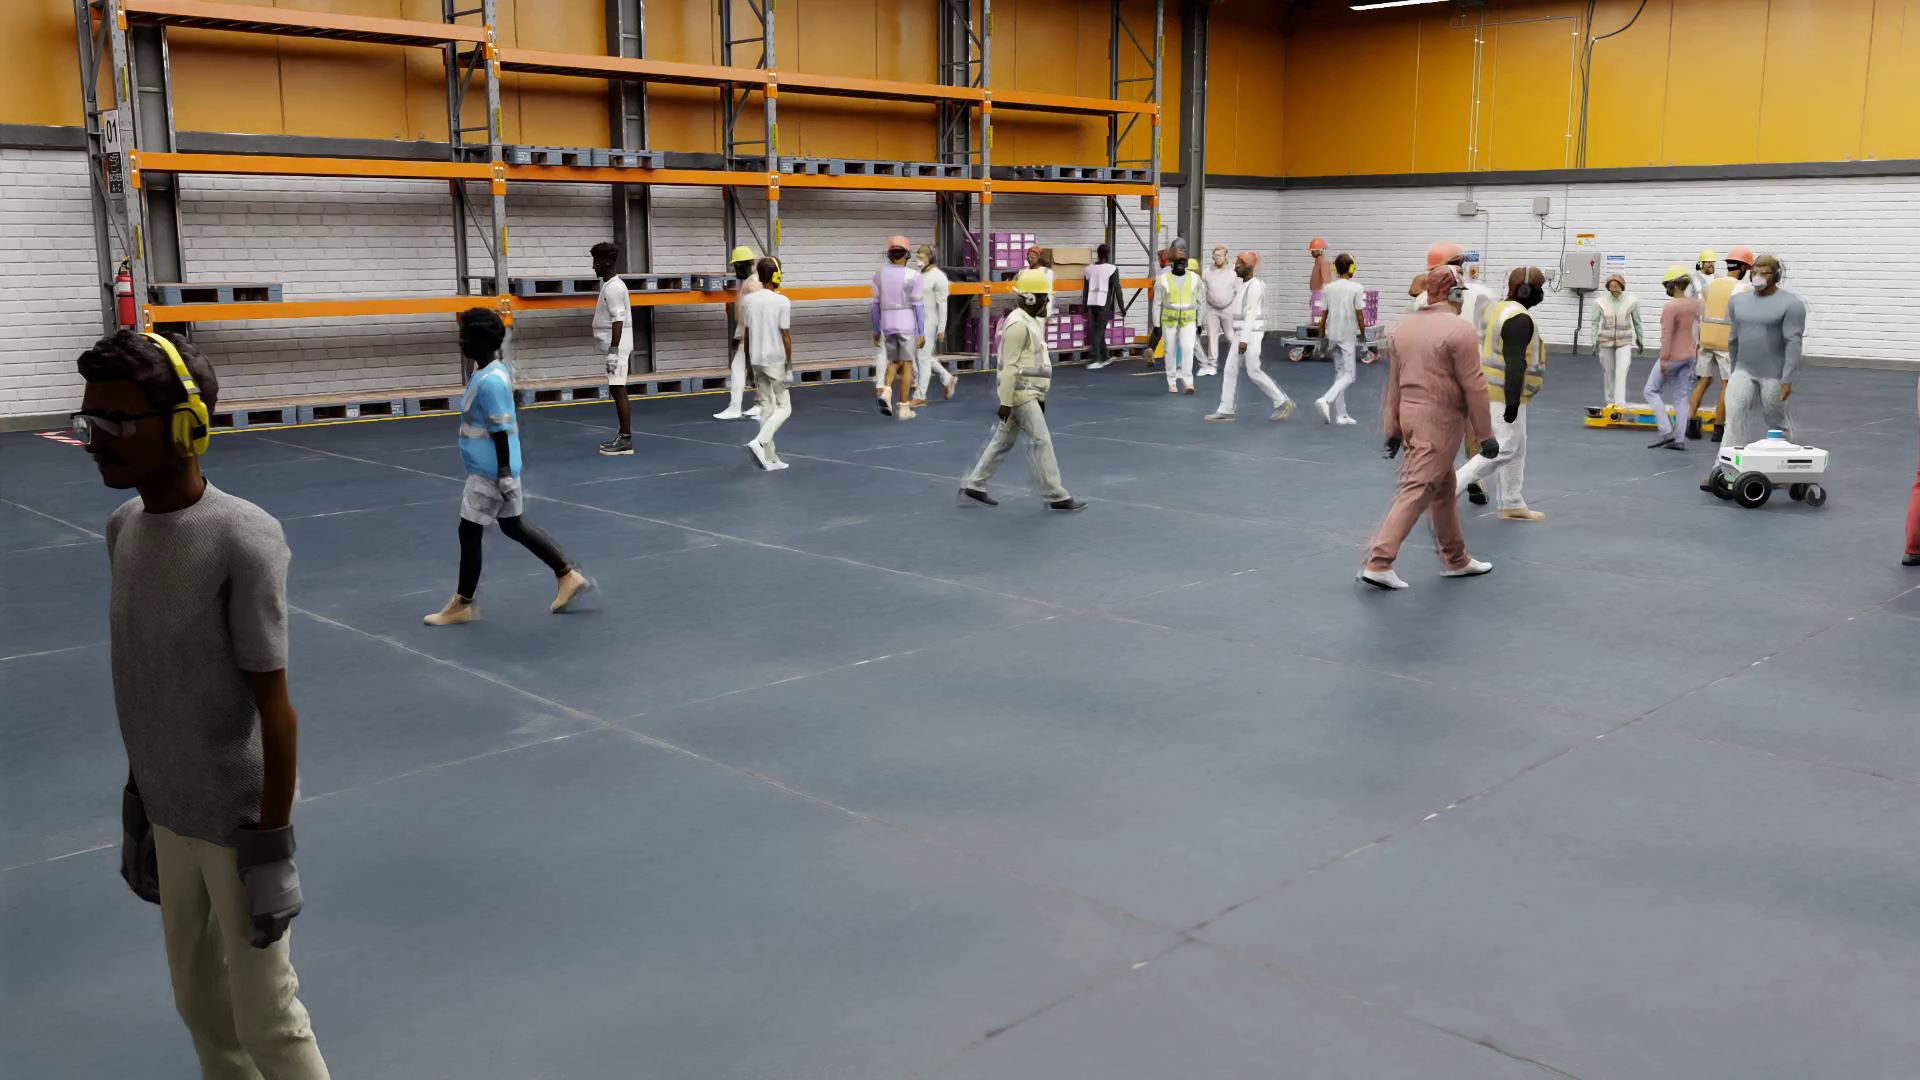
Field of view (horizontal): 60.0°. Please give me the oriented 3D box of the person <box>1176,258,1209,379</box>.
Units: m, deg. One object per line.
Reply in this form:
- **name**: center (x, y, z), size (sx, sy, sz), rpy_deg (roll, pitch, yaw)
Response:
- **person**: center (3.305, -3.162, 23.717), size (0.900, 1.699, 0.487), rpy_deg (-7, 13, -35)

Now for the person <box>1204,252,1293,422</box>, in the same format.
- **person**: center (3.159, -2.188, 18.011), size (0.888, 1.855, 0.575), rpy_deg (-2, 11, -9)

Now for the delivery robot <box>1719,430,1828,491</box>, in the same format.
- **delivery robot**: center (6.123, -0.585, 12.525), size (0.707, 0.478, 0.477), rpy_deg (0, 11, 1)

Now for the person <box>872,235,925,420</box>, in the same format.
- **person**: center (-0.661, -2.313, 18.203), size (0.635, 2.021, 0.493), rpy_deg (6, 12, 28)

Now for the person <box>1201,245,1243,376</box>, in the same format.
- **person**: center (3.827, -3.352, 24.257), size (0.649, 1.884, 0.780), rpy_deg (4, 11, 20)

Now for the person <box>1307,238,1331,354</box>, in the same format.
- **person**: center (6.074, -4.102, 28.103), size (0.472, 1.971, 0.646), rpy_deg (2, 11, 9)

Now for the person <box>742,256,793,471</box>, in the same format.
- **person**: center (-1.656, -1.479, 14.149), size (0.510, 1.853, 0.569), rpy_deg (6, 12, 28)

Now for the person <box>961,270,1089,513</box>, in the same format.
- **person**: center (0.441, -1.086, 12.205), size (0.958, 1.782, 0.596), rpy_deg (1, 10, 7)

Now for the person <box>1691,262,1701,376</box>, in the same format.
- **person**: center (10.678, -3.213, 24.019), size (0.535, 1.690, 0.320), rpy_deg (-4, 11, -22)

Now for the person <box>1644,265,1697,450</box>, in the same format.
- **person**: center (6.720, -1.708, 15.695), size (0.521, 1.740, 0.428), rpy_deg (-6, 12, -31)

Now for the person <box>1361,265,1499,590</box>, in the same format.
- **person**: center (2.718, -0.641, 9.565), size (0.984, 1.862, 0.645), rpy_deg (-3, 11, -16)

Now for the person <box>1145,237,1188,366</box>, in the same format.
- **person**: center (3.245, -3.707, 25.760), size (0.682, 2.000, 0.953), rpy_deg (7, 12, 33)

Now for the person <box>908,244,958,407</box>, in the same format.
- **person**: center (-0.348, -2.550, 19.777), size (0.828, 1.918, 0.635), rpy_deg (-8, 13, -37)

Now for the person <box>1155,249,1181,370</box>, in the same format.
- **person**: center (3.179, -3.462, 25.071), size (0.598, 1.810, 0.488), rpy_deg (-10, 14, -42)

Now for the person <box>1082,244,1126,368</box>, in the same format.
- **person**: center (2.237, -3.580, 25.532), size (0.613, 1.874, 0.965), rpy_deg (9, 14, 42)

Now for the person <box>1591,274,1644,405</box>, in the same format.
- **person**: center (7.413, -2.204, 18.778), size (0.556, 1.586, 0.865), rpy_deg (5, 11, 24)

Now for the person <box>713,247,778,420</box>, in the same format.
- **person**: center (-2.376, -2.238, 18.153), size (0.852, 1.888, 0.598), rpy_deg (-1, 10, -7)

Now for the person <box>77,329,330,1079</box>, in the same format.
- **person**: center (-1.408, 0.539, 3.113), size (0.511, 1.862, 0.324), rpy_deg (7, 12, 33)

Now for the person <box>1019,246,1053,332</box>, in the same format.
- **person**: center (1.045, -3.215, 23.544), size (0.570, 1.869, 0.404), rpy_deg (6, 12, 30)

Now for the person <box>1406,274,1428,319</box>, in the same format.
- **person**: center (4.682, -1.886, 16.933), size (0.281, 1.636, 0.500), rpy_deg (-1, 10, -6)

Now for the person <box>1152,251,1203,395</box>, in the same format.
- **person**: center (2.777, -2.744, 21.129), size (0.659, 1.808, 0.887), rpy_deg (0, 10, 1)

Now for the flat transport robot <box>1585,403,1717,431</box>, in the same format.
- **flat transport robot**: center (7.353, -1.297, 17.445), size (1.431, 0.197, 0.652), rpy_deg (5, 11, 25)

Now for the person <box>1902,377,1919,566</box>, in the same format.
- **person**: center (5.977, -0.680, 10.001), size (0.325, 1.767, 0.533), rpy_deg (-1, 10, -3)

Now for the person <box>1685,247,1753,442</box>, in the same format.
- **person**: center (7.476, -1.909, 16.307), size (0.521, 1.908, 0.617), rpy_deg (-5, 12, -27)

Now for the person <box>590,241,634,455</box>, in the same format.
- **person**: center (-3.213, -1.770, 15.402), size (0.365, 1.962, 0.613), rpy_deg (-2, 11, -9)

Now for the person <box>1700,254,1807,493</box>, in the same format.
- **person**: center (6.303, -1.298, 13.077), size (1.071, 1.877, 0.654), rpy_deg (-7, 13, -35)

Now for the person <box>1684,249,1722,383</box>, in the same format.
- **person**: center (10.198, -3.066, 22.828), size (0.589, 1.834, 0.403), rpy_deg (-3, 11, -14)

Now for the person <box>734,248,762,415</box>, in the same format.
- **person**: center (-2.332, -2.343, 18.742), size (0.413, 1.886, 0.687), rpy_deg (-4, 11, -22)

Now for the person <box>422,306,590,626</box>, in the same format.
- **person**: center (-2.384, -0.388, 8.688), size (0.826, 1.669, 0.531), rpy_deg (-3, 11, -15)

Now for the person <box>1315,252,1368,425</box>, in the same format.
- **person**: center (4.005, -2.107, 17.561), size (0.723, 1.852, 0.520), rpy_deg (-9, 13, -39)

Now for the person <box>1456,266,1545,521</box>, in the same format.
- **person**: center (3.769, -1.015, 11.710), size (0.726, 1.820, 0.644), rpy_deg (2, 11, 10)

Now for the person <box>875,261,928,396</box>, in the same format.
- **person**: center (-0.776, -2.768, 21.075), size (0.647, 1.885, 1.009), rpy_deg (7, 12, 33)

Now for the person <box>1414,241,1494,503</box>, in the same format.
- **person**: center (3.809, -1.286, 12.741), size (0.656, 1.998, 0.968), rpy_deg (2, 11, 9)
